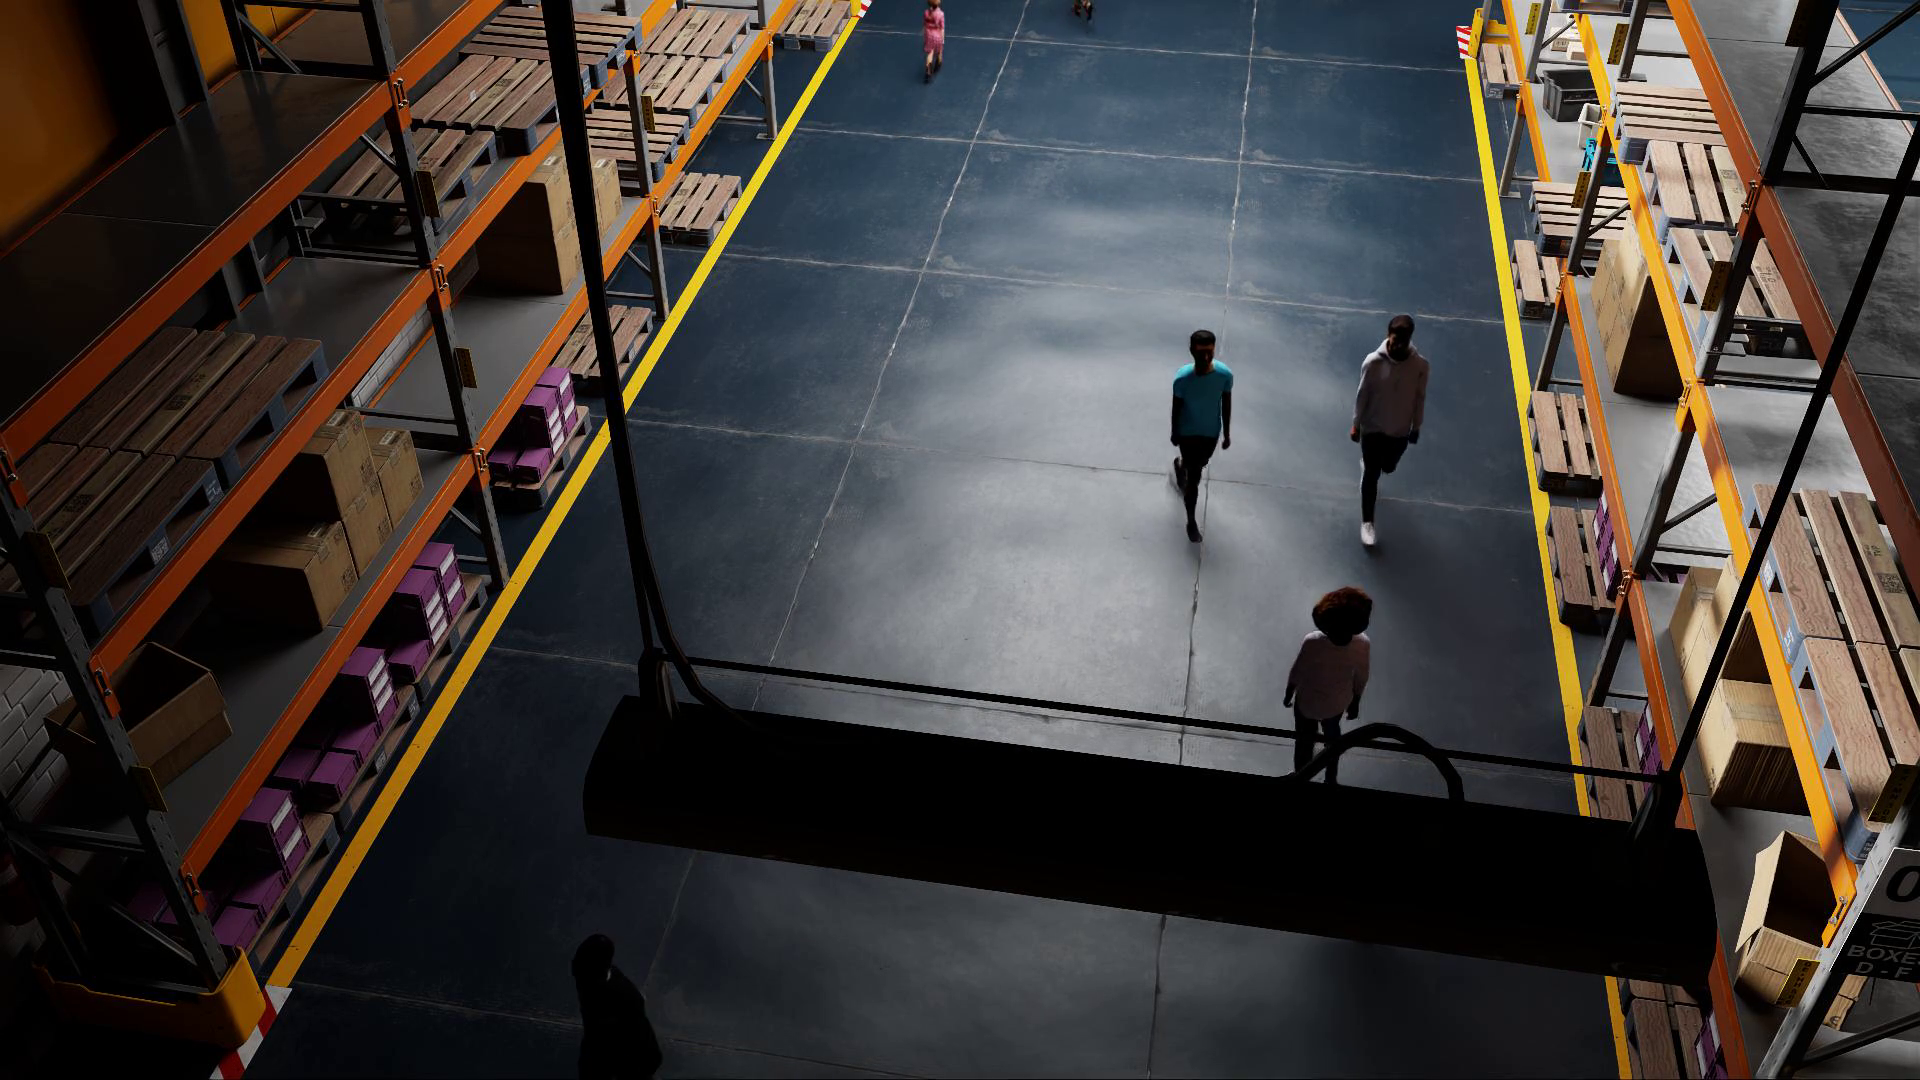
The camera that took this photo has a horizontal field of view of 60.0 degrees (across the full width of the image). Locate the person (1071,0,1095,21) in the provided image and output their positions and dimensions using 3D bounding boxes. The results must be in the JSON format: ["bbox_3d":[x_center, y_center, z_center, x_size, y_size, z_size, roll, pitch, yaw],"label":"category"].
[{"bbox_3d":[1.573,-7.421,21.163,0.911,1.660,1.044,-14,41,-17],"label":"person"}]

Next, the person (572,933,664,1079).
[{"bbox_3d":[-1.684,2.571,8.556,0.963,1.779,1.089,28,46,30],"label":"person"}]

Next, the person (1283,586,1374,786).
[{"bbox_3d":[2.323,1.055,10.519,0.717,1.699,0.723,-4,39,-5],"label":"person"}]

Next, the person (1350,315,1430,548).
[{"bbox_3d":[3.279,-0.936,12.849,0.810,1.903,1.182,1,39,1],"label":"person"}]

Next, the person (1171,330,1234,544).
[{"bbox_3d":[1.832,-0.894,12.929,0.927,1.737,1.229,-8,39,-10],"label":"person"}]

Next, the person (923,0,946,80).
[{"bbox_3d":[-0.325,-6.055,19.973,0.464,1.012,0.752,8,39,10],"label":"person"}]
